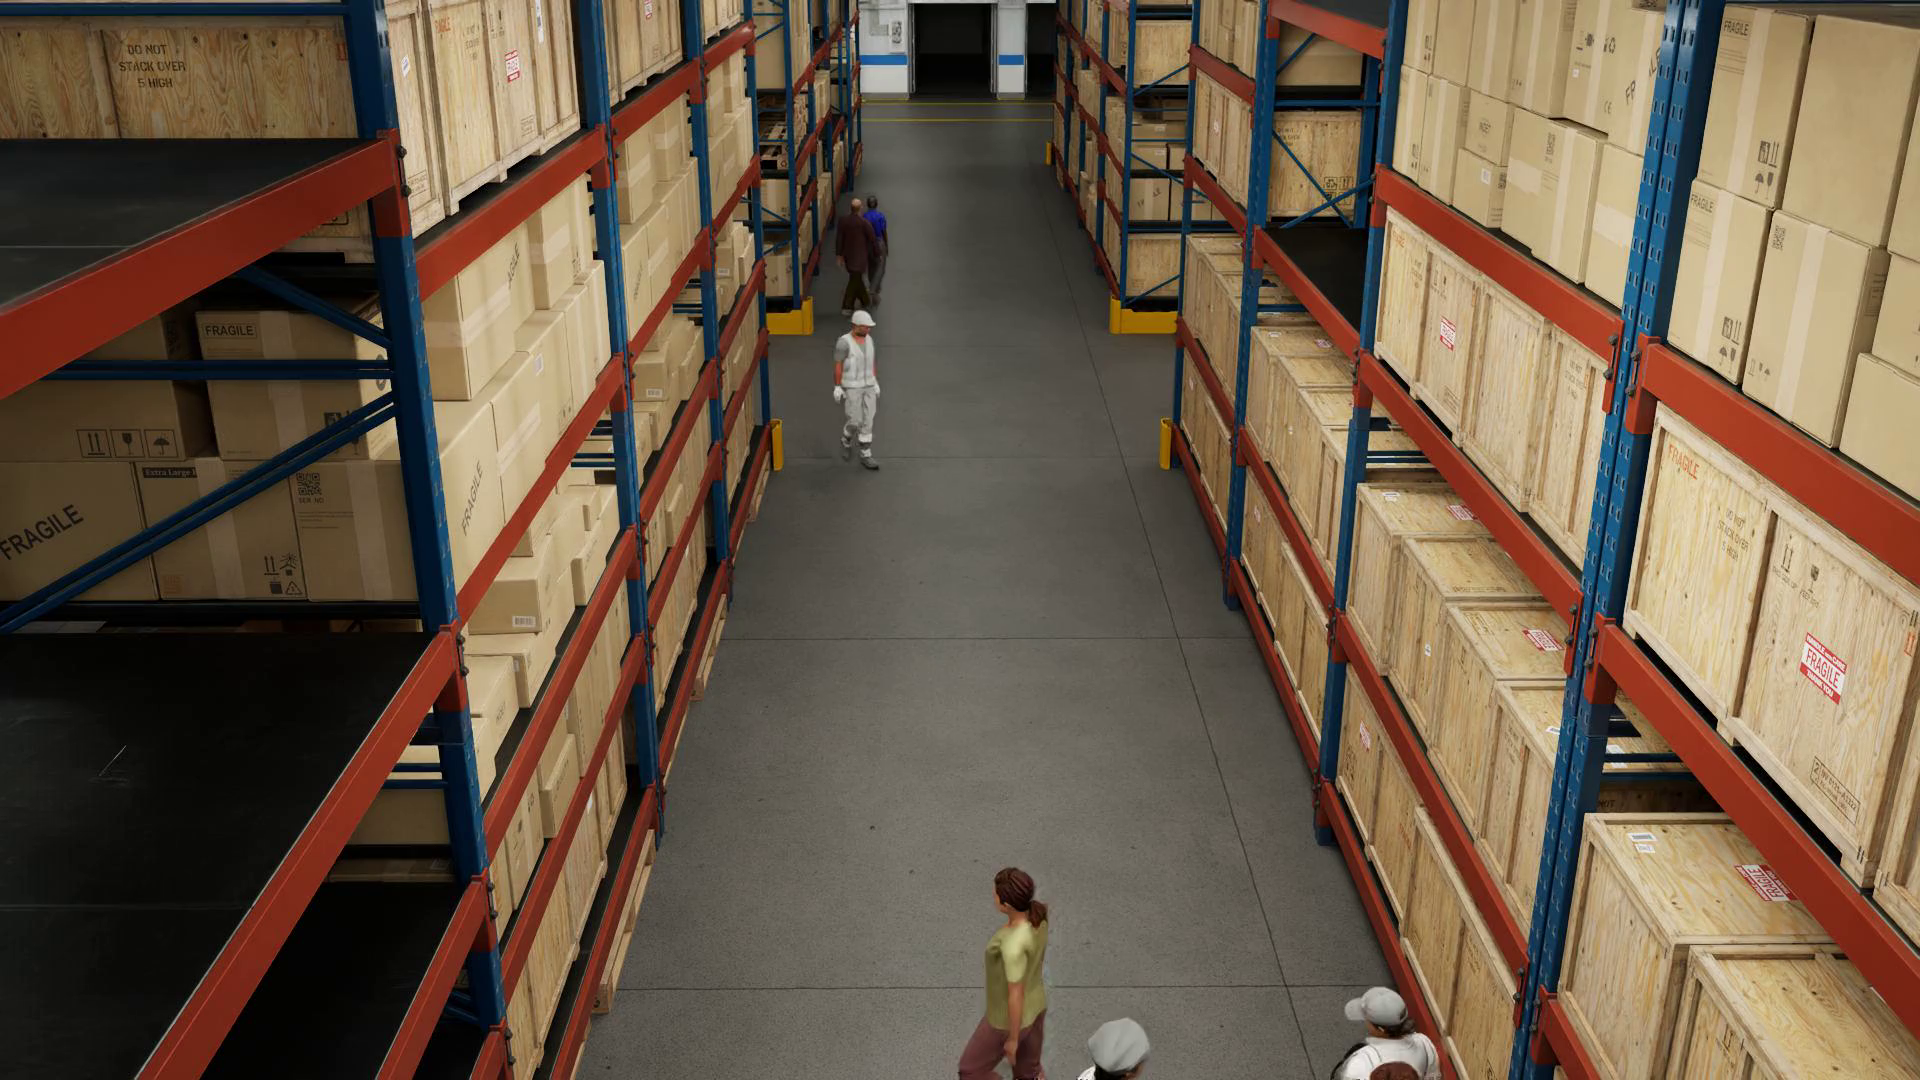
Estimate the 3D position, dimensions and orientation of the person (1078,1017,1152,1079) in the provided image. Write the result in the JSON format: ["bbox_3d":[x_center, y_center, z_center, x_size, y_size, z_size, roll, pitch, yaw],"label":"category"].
[{"bbox_3d":[0.723,2.856,7.315,0.342,1.691,0.556,-15,26,-33],"label":"person"}]

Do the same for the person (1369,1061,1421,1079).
[{"bbox_3d":[1.824,2.927,7.301,0.486,1.603,0.445,-17,27,-37],"label":"person"}]

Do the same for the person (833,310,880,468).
[{"bbox_3d":[-1.138,-1.707,18.769,0.588,1.788,0.504,-17,27,-36],"label":"person"}]

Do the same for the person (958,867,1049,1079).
[{"bbox_3d":[0.271,2.412,8.451,0.463,1.682,0.497,11,24,26],"label":"person"}]

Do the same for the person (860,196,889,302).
[{"bbox_3d":[-1.373,-4.646,26.441,0.440,1.637,0.913,7,23,18],"label":"person"}]

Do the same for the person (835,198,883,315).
[{"bbox_3d":[-1.560,-4.354,25.535,0.637,1.758,0.903,13,25,30],"label":"person"}]

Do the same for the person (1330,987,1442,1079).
[{"bbox_3d":[1.948,2.773,7.617,0.570,1.675,0.417,-8,23,-19],"label":"person"}]
